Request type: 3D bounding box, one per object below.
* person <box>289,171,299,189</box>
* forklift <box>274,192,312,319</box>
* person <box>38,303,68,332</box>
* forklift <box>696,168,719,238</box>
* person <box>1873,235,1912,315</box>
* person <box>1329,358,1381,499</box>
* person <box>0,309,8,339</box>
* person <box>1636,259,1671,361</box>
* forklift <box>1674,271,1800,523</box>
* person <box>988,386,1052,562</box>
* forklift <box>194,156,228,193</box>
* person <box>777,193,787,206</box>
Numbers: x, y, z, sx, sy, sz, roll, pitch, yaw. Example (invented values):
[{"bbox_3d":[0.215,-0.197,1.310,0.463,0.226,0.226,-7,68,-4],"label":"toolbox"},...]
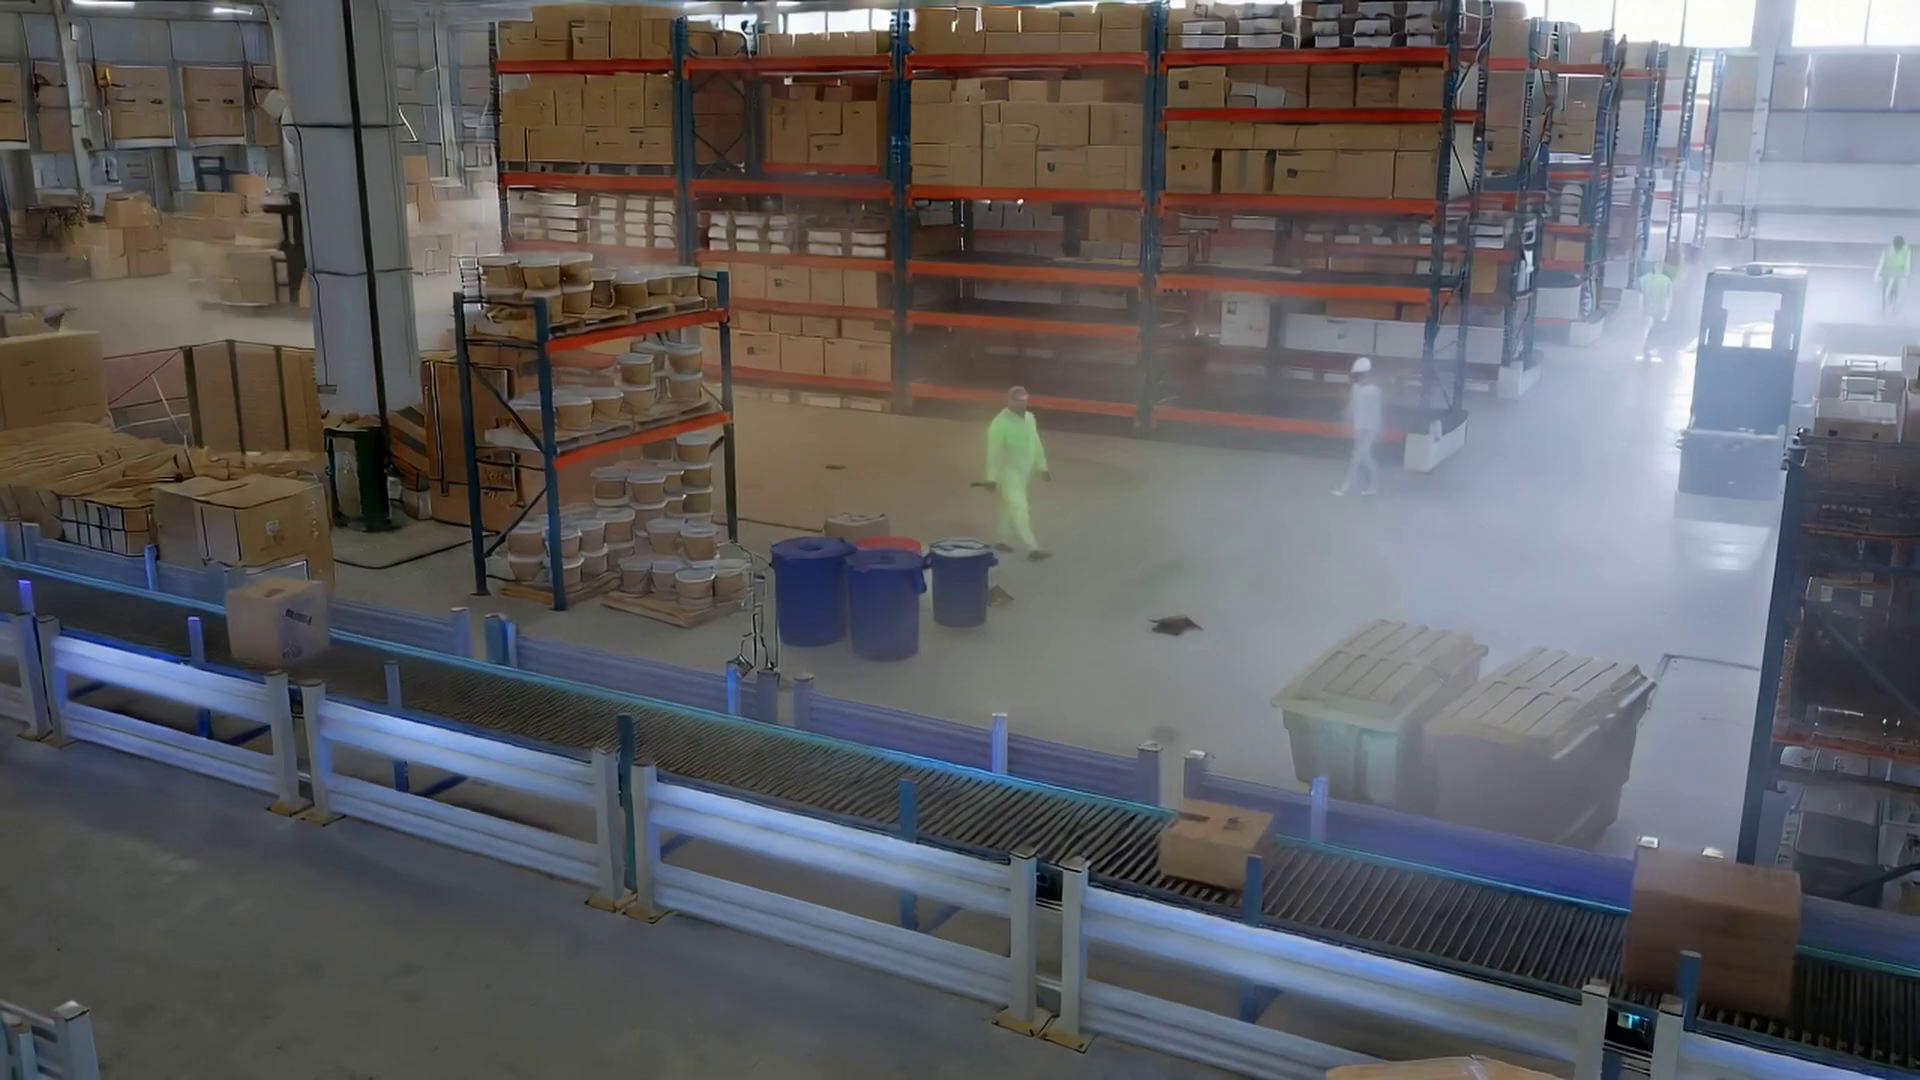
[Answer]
[{"bbox_3d":[-27.131,-14.130,68.046,0.596,1.927,0.372,-13,20,-41],"label":"person"},{"bbox_3d":[-14.248,-6.325,36.878,1.873,2.768,1.129,8,17,28],"label":"forklift"},{"bbox_3d":[-12.667,-2.329,23.472,0.428,2.031,0.629,-12,19,-39],"label":"person"},{"bbox_3d":[-7.573,-9.644,49.356,1.129,2.768,1.873,8,17,28],"label":"forklift"},{"bbox_3d":[21.219,-6.031,37.848,0.730,1.787,0.886,8,17,28],"label":"person"},{"bbox_3d":[4.844,-1.365,20.417,0.848,1.725,0.554,-5,16,-18],"label":"person"},{"bbox_3d":[-15.385,-3.067,26.515,0.597,1.899,0.559,1,15,3],"label":"person"},{"bbox_3d":[13.030,-4.306,31.176,0.399,1.900,0.645,-9,17,-30],"label":"person"},{"bbox_3d":[9.269,-1.763,19.726,1.129,2.768,1.873,8,17,27],"label":"forklift"},{"bbox_3d":[0.670,-0.709,17.720,0.963,1.861,0.655,11,18,36],"label":"person"},{"bbox_3d":[-26.295,-12.105,58.608,1.129,2.768,1.873,-11,18,-35],"label":"forklift"},{"bbox_3d":[-5.766,-10.459,54.320,0.552,1.881,0.997,3,15,11],"label":"person"}]
